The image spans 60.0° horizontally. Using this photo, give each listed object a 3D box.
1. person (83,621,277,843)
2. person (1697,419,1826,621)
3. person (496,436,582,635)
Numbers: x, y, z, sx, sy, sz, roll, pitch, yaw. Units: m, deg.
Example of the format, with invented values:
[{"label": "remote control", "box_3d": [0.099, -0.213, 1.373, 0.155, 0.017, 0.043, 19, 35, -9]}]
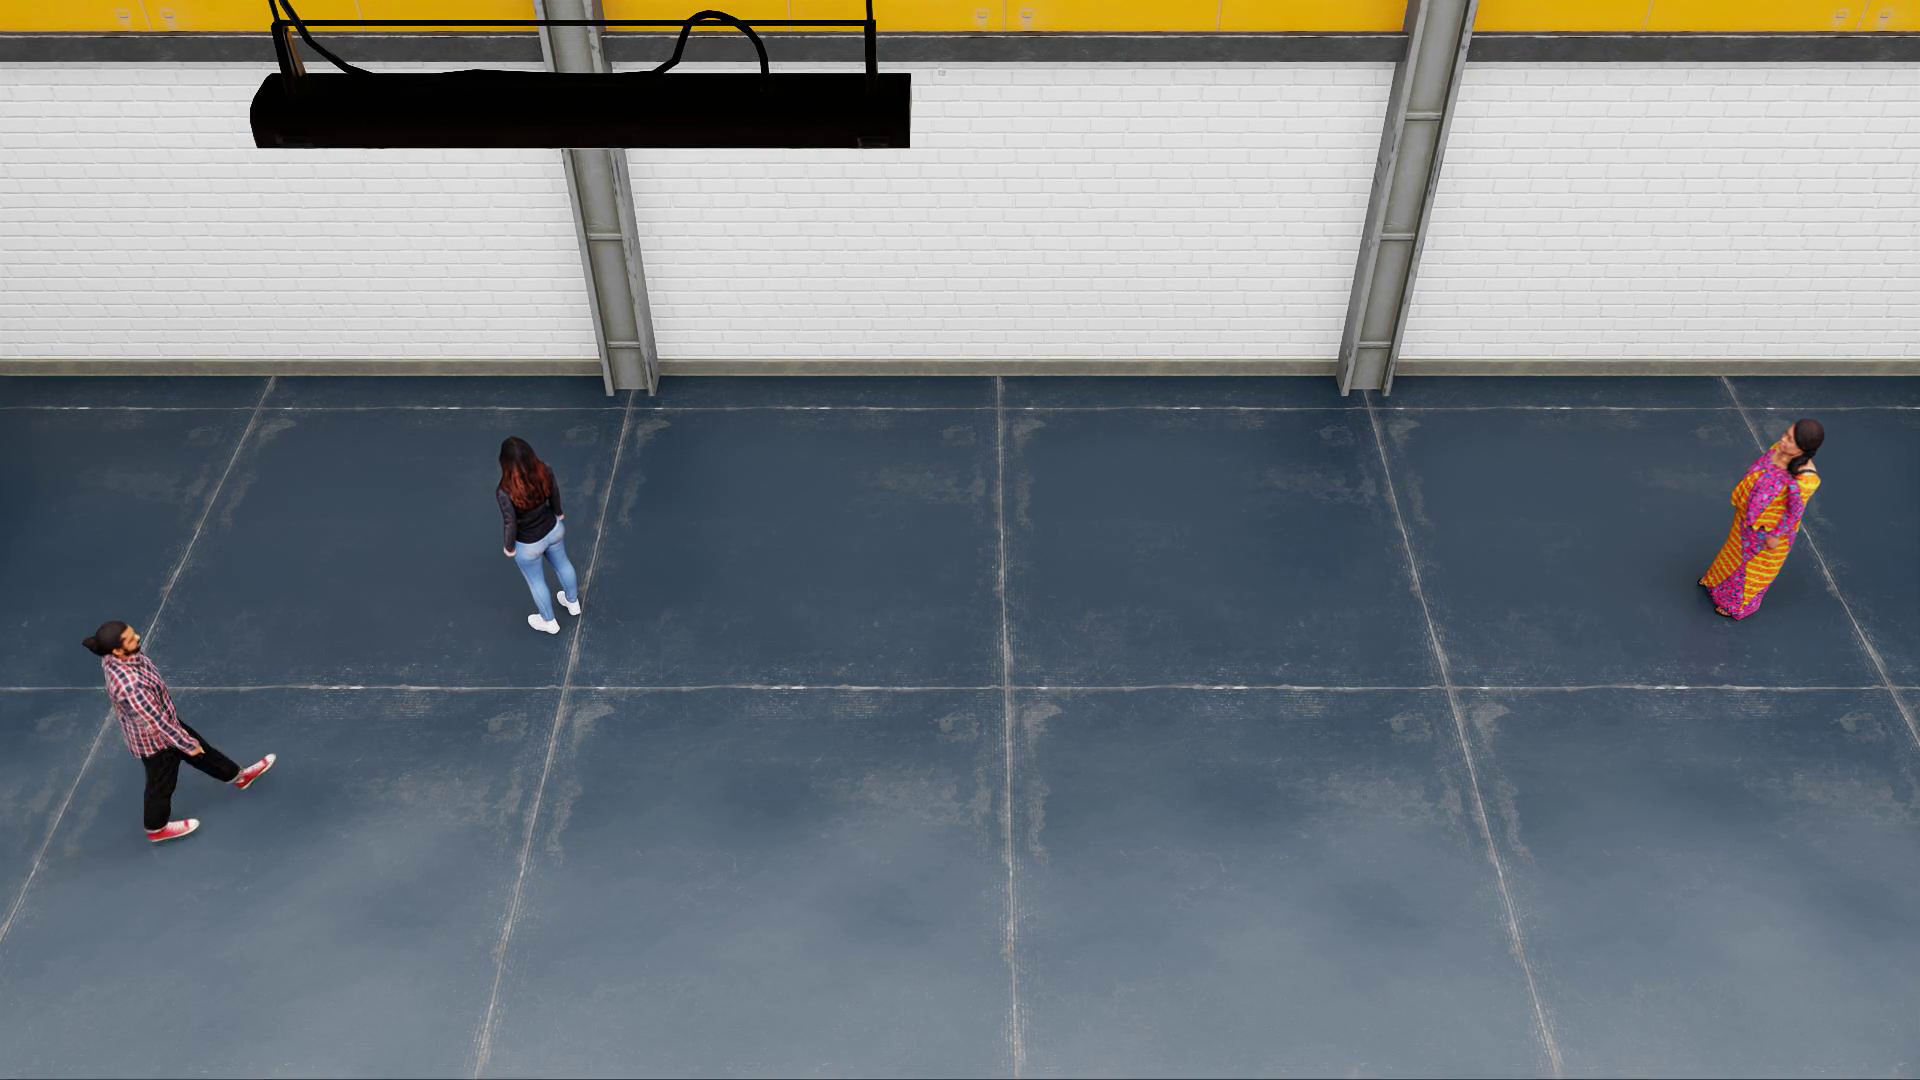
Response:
[{"label": "person", "box_3d": [-4.846, 1.166, 9.857, 1.213, 1.731, 1.041, -22, 48, -21]}, {"label": "person", "box_3d": [5.486, -0.181, 11.304, 0.651, 1.687, 0.642, -2, 44, -2]}, {"label": "person", "box_3d": [-2.857, -0.047, 11.200, 0.765, 1.634, 0.735, 28, 50, 26]}]
